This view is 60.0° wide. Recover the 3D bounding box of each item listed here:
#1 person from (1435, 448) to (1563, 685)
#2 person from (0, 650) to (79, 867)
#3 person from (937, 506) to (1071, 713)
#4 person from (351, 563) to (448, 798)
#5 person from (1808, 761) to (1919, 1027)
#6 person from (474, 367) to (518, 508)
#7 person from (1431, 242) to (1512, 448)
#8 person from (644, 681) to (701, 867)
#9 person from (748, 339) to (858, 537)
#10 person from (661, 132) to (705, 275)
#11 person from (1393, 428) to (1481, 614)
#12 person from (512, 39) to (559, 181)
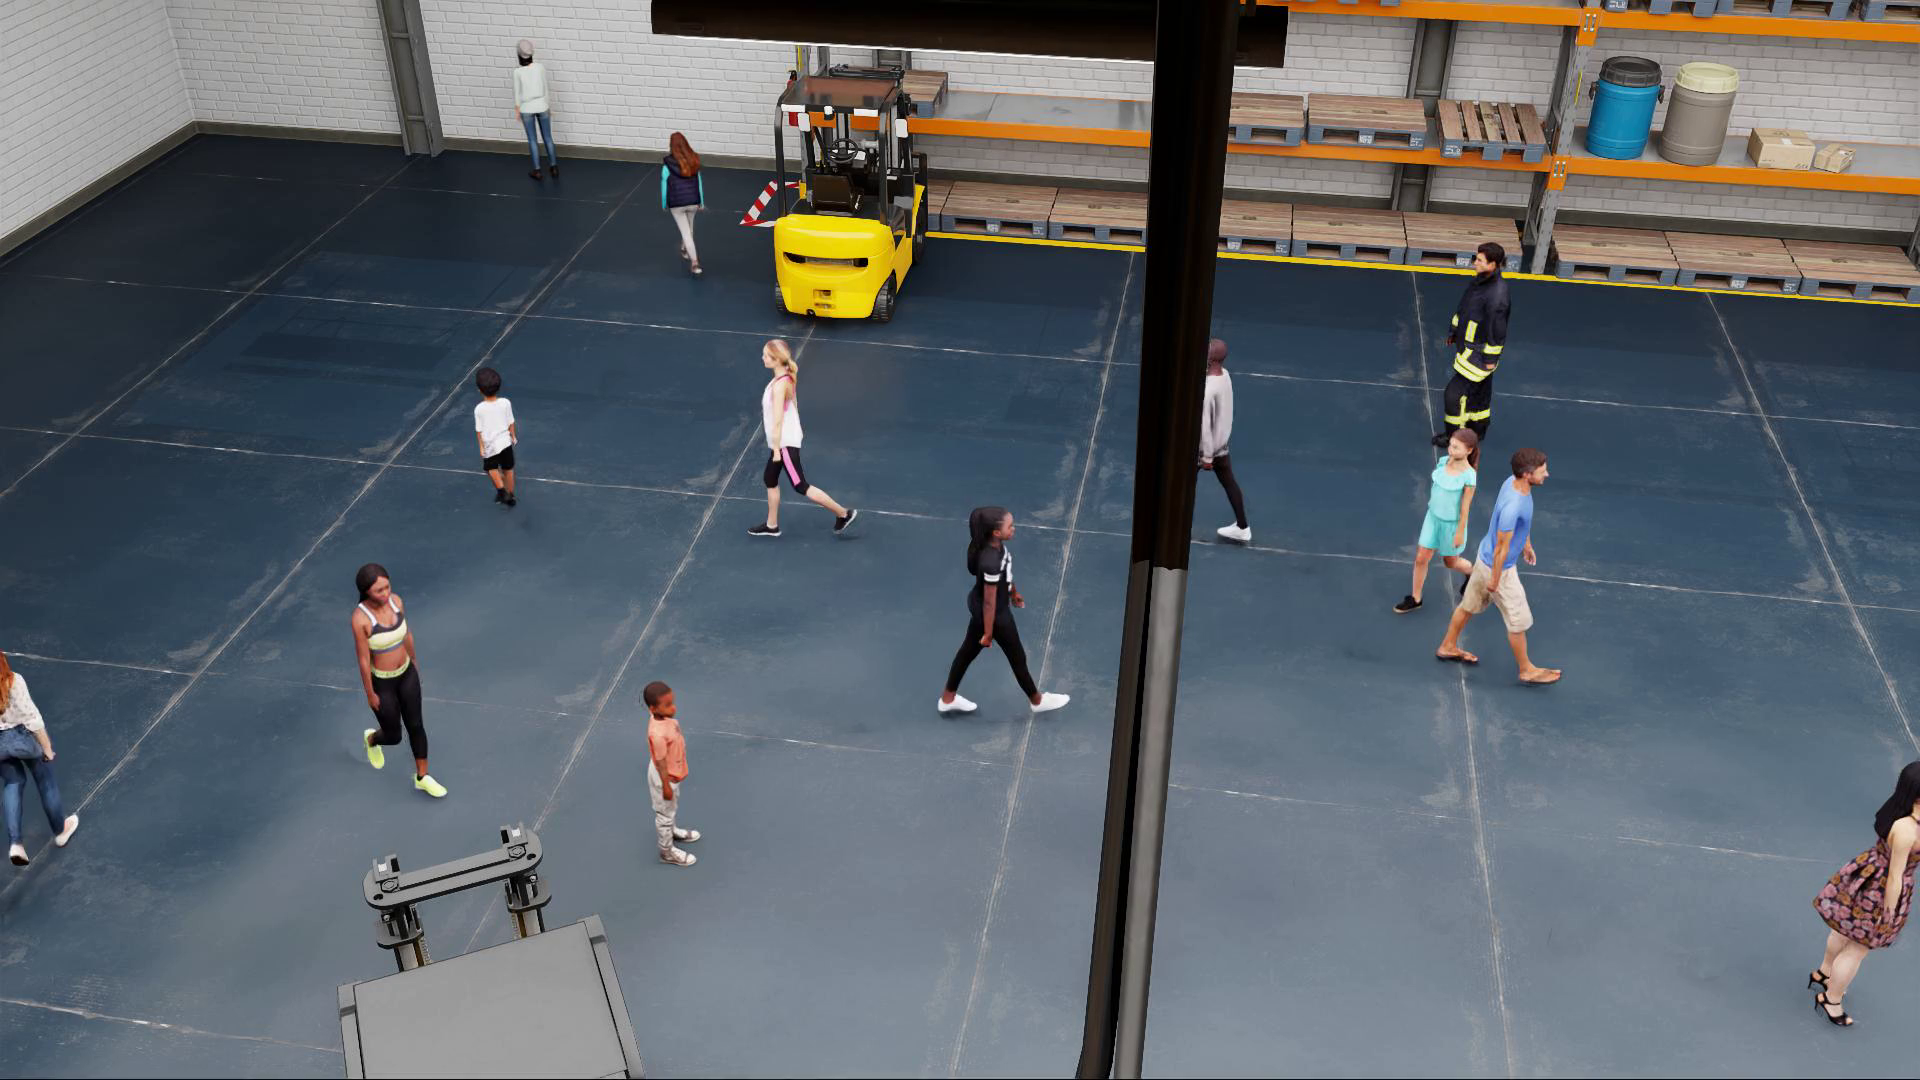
[{"bbox_3d":[3.674,0.146,11.618,1.112,1.831,0.720,8,34,12],"label":"person"},{"bbox_3d":[-5.737,1.275,10.024,0.861,1.717,0.777,-2,34,-4],"label":"person"},{"bbox_3d":[0.129,0.514,11.196,1.210,1.685,0.840,-3,34,-5],"label":"person"},{"bbox_3d":[-3.678,0.877,10.599,0.977,1.743,0.806,22,39,29],"label":"person"},{"bbox_3d":[4.971,1.905,9.024,0.719,1.774,0.711,11,35,17],"label":"person"},{"bbox_3d":[-3.759,-0.799,13.565,0.581,1.251,0.638,-23,40,-30],"label":"person"},{"bbox_3d":[4.548,-1.665,14.274,0.819,1.907,0.837,2,34,3],"label":"person"},{"bbox_3d":[-1.802,1.410,10.188,0.499,1.309,0.504,1,34,2],"label":"person"},{"bbox_3d":[-1.259,-0.748,13.034,1.148,1.752,0.709,1,34,1],"label":"person"},{"bbox_3d":[-2.877,-3.505,17.443,0.988,1.463,0.995,-16,37,-23],"label":"person"},{"bbox_3d":[3.670,-0.147,12.326,1.072,1.537,0.911,-14,36,-20],"label":"person"},{"bbox_3d":[-5.037,-5.104,19.688,0.643,1.643,0.719,-17,37,-24],"label":"person"}]
